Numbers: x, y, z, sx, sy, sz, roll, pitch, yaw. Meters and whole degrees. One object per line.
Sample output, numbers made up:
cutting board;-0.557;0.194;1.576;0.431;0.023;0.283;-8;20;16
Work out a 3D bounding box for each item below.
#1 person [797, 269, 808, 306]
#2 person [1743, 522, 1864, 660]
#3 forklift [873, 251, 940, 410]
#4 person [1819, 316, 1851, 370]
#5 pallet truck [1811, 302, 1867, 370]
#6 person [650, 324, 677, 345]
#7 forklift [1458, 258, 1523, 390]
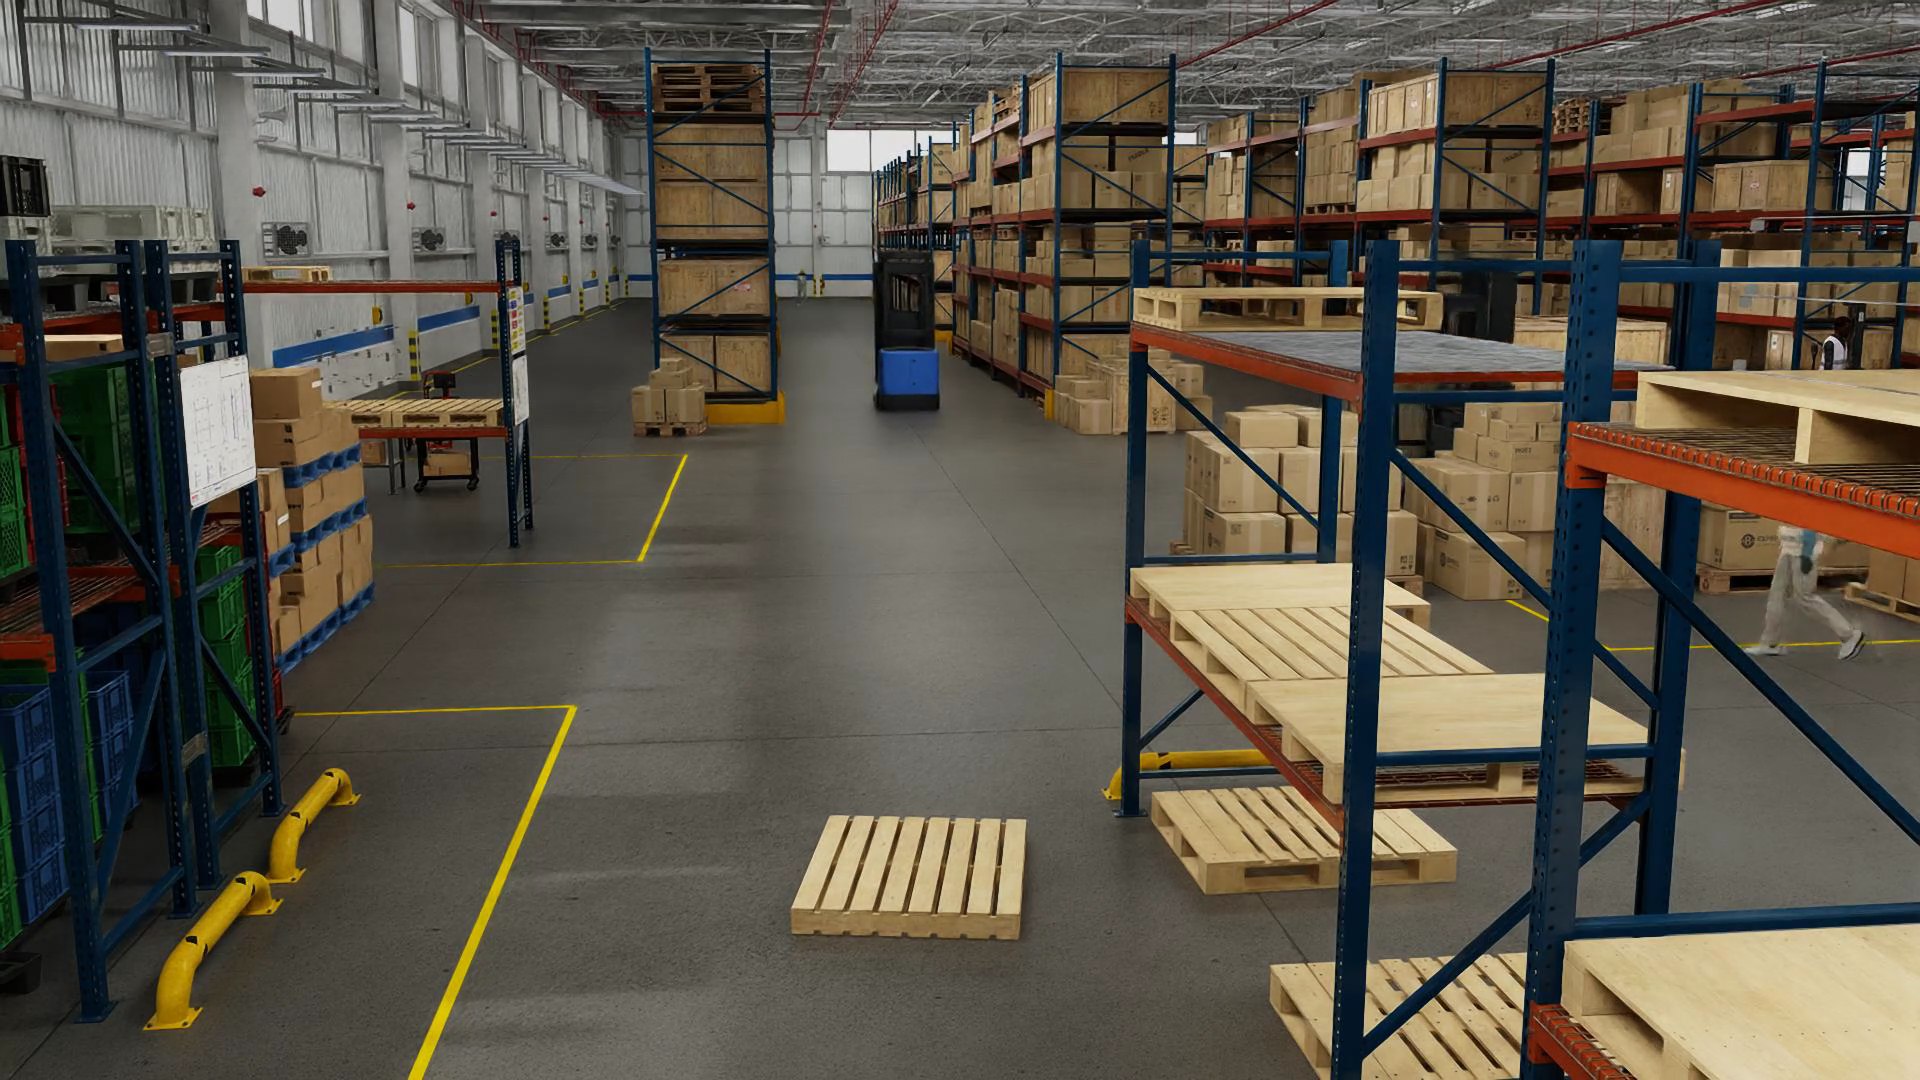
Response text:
person;-7.318;-11.688;77.001;0.491;1.703;0.805;-3;11;-15
person;6.134;0.082;11.988;0.709;1.618;0.521;3;11;16
forklift;-0.972;-3.810;30.047;1.129;2.768;1.873;-1;10;-6
person;13.040;-2.387;24.859;0.587;1.911;0.397;-10;14;-43
pallet truck;15.846;-3.142;28.793;1.885;1.965;0.823;2;10;12
person;-8.489;-6.592;48.335;1.011;1.865;0.639;-1;10;-4
forklift;6.006;-1.817;19.002;1.873;2.768;1.129;-1;10;-6
